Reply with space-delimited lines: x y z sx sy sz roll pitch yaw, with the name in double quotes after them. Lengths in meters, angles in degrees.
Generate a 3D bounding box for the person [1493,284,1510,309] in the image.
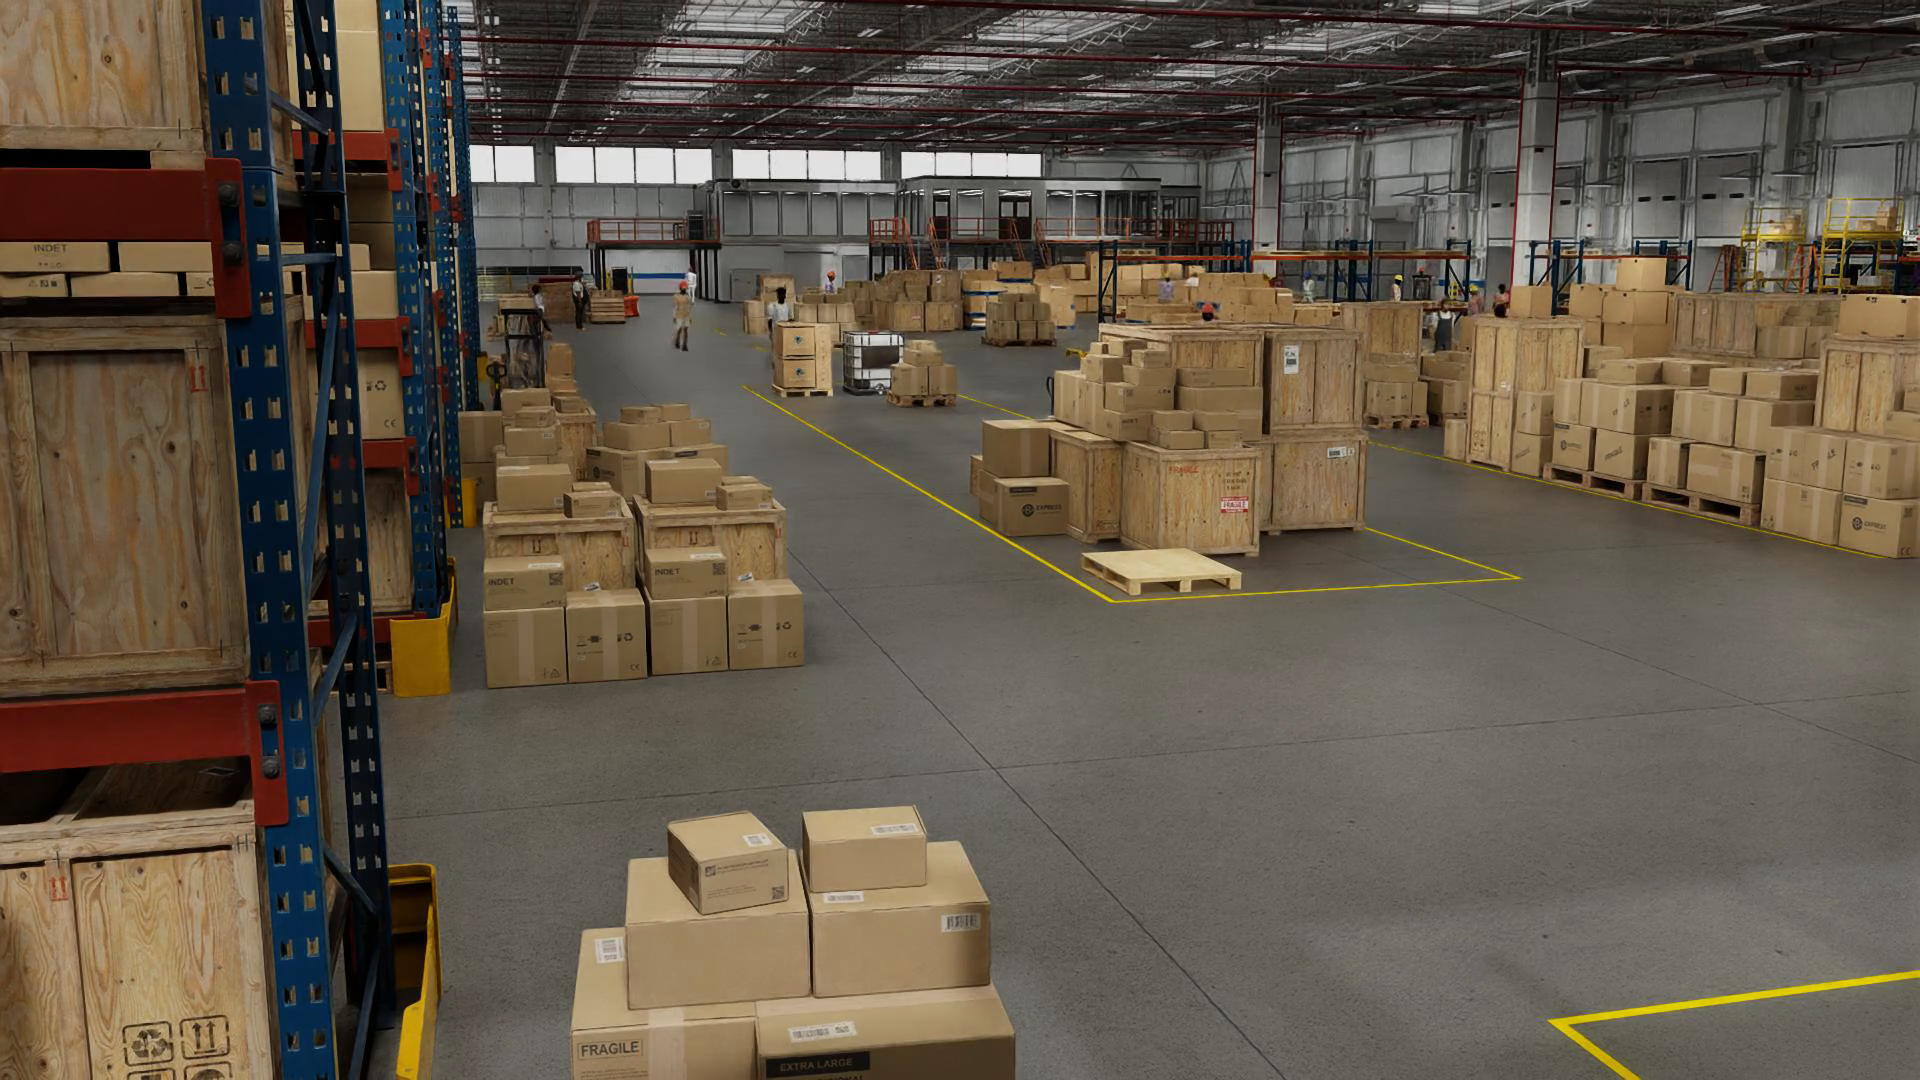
17.459 -7.431 53.700 0.529 1.659 0.841 -1 10 -5 "person"

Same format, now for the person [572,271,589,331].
-12.870 -8.108 56.459 0.538 2.000 0.689 -3 10 -17 "person"

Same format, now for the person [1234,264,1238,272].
13.658 -12.762 83.007 0.751 1.965 0.646 6 12 31 "person"

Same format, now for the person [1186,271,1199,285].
9.037 -9.494 64.674 0.652 1.909 0.720 -2 10 -9 "person"

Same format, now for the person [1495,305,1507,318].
9.117 -3.056 28.335 0.610 1.865 0.975 -2 10 -11 "person"

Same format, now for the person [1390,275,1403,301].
14.712 -7.983 56.103 0.380 1.917 0.586 2 10 9 "person"

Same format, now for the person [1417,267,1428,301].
20.836 -11.354 75.175 0.570 1.919 0.650 3 10 16 "person"

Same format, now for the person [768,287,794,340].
-4.008 -4.744 37.651 0.633 1.951 0.506 -8 13 -37 "person"

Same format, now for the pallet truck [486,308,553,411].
-6.242 -2.418 24.362 0.823 1.965 1.885 1 10 3 "pallet truck"

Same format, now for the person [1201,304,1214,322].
4.236 -3.115 28.636 0.563 1.885 0.987 -1 10 -5 "person"

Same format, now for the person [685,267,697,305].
-13.142 -12.416 81.334 0.595 1.870 0.479 0 10 -1 "person"

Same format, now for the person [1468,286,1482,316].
15.212 -6.676 49.271 0.928 1.716 0.541 -5 11 -24 "person"

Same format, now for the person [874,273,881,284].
-3.156 -9.104 62.643 0.675 1.848 0.534 3 11 18 "person"

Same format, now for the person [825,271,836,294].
-4.462 -8.282 57.490 0.406 2.035 0.601 1 10 4 "person"

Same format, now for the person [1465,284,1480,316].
16.063 -7.164 52.123 0.508 1.686 0.888 5 11 26 "person"

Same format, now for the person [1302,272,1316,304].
13.328 -9.254 63.350 0.572 1.911 0.706 -6 12 -29 "person"

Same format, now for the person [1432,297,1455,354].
9.965 -4.076 34.251 0.528 1.822 0.730 -1 10 -4 "person"

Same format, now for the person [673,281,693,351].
-7.608 -6.146 45.691 0.569 1.917 0.414 -7 12 -33 "person"

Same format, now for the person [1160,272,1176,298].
7.877 -9.200 63.026 0.604 1.907 0.440 0 10 0 "person"

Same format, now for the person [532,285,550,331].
-13.363 -7.228 52.601 0.890 1.640 0.535 -1 10 -8 "person"

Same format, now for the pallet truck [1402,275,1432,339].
14.620 -7.324 52.145 0.823 1.965 1.885 8 13 40 "pallet truck"
